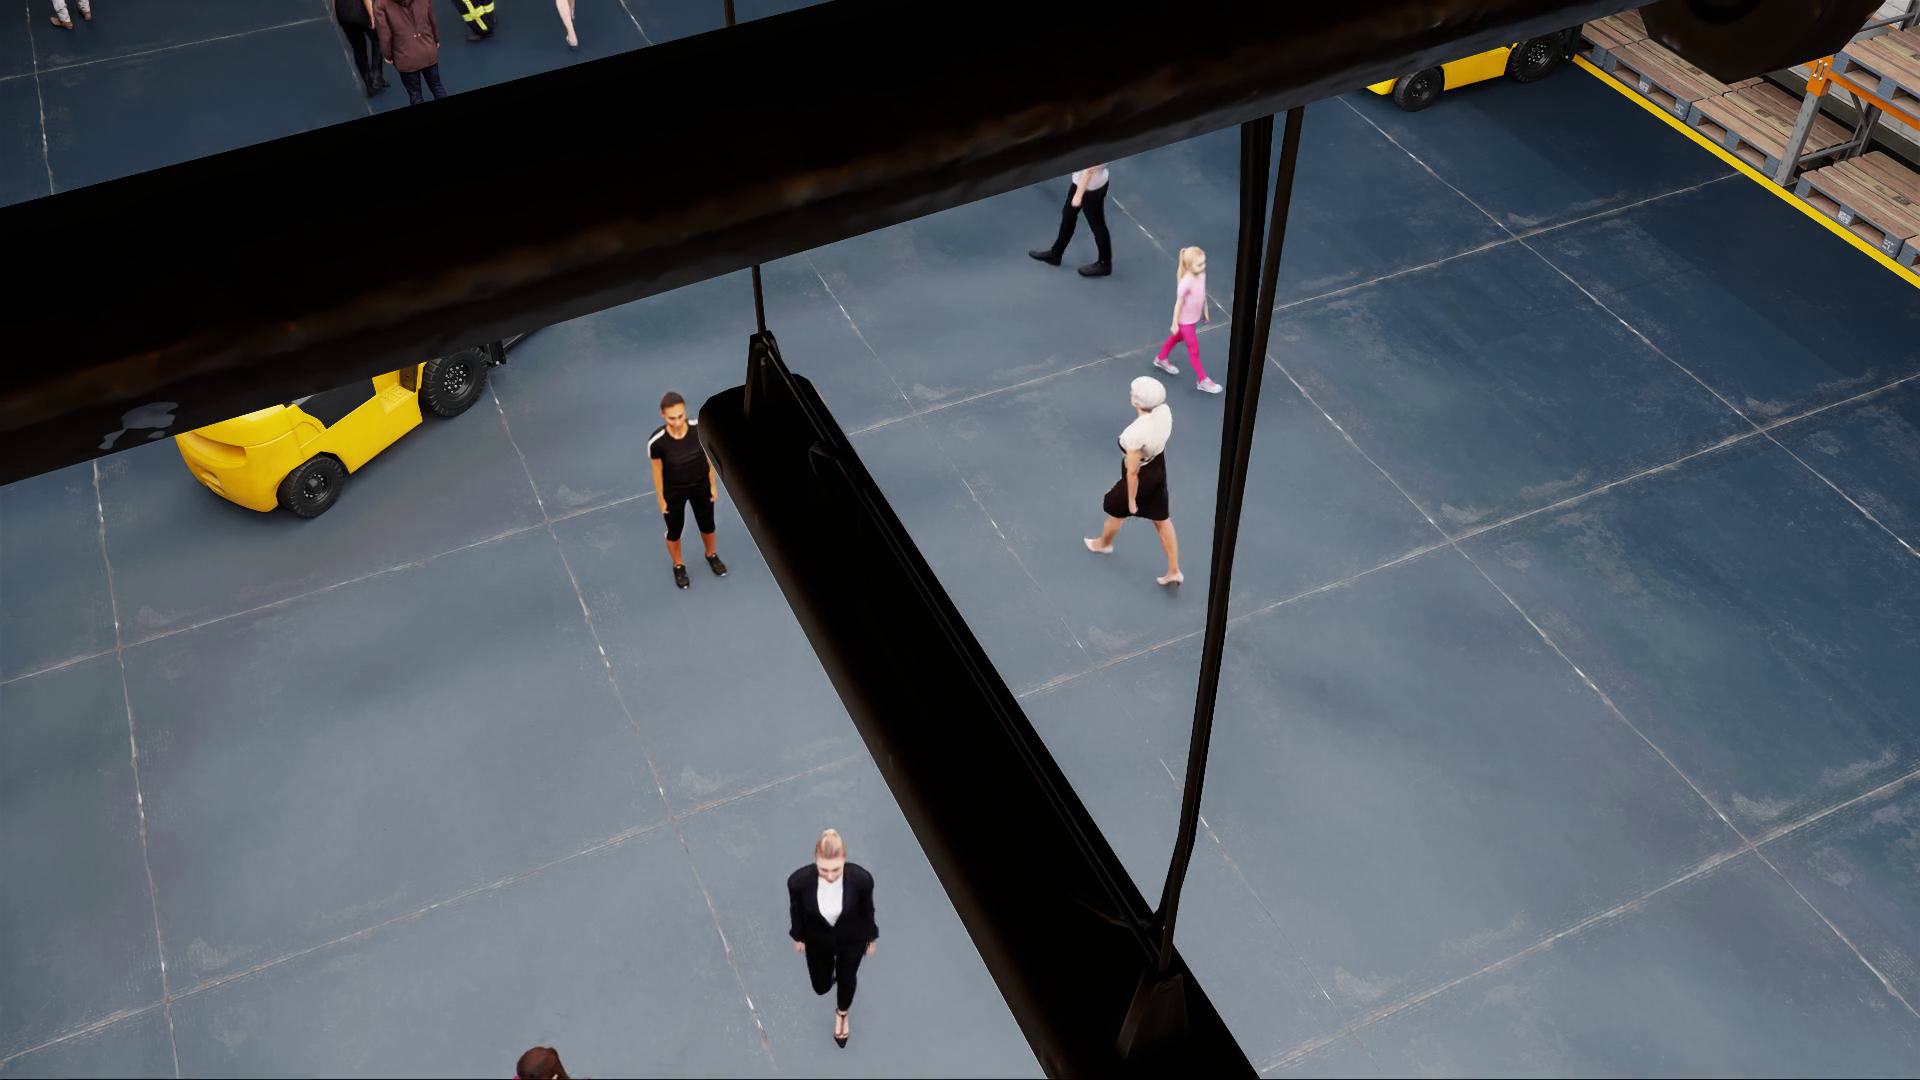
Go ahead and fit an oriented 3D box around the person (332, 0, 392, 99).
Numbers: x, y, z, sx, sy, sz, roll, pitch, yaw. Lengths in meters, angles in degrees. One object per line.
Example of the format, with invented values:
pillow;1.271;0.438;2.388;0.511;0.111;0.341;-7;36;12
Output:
person;-5.980;-5.128;16.374;0.688;1.679;0.716;1;44;1

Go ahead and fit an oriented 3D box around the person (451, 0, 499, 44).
person;-5.141;-6.174;17.274;0.958;1.952;0.971;32;52;29

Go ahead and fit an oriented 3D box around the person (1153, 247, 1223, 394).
person;1.760;-1.789;13.186;0.954;1.241;0.768;27;50;25

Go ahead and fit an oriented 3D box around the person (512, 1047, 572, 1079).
person;-1.931;2.847;8.107;0.938;1.535;0.979;15;46;15

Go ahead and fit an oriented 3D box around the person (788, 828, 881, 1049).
person;-0.664;2.048;8.828;0.757;1.697;0.838;-4;44;-4

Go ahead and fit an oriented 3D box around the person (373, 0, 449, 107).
person;-5.167;-4.641;15.740;0.827;1.848;0.780;-31;51;-28

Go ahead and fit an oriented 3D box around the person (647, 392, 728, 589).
person;-1.883;-0.370;11.389;0.571;1.665;0.513;-17;46;-17

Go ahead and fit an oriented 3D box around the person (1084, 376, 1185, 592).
person;1.331;-0.346;11.330;1.148;1.712;0.852;34;53;31
